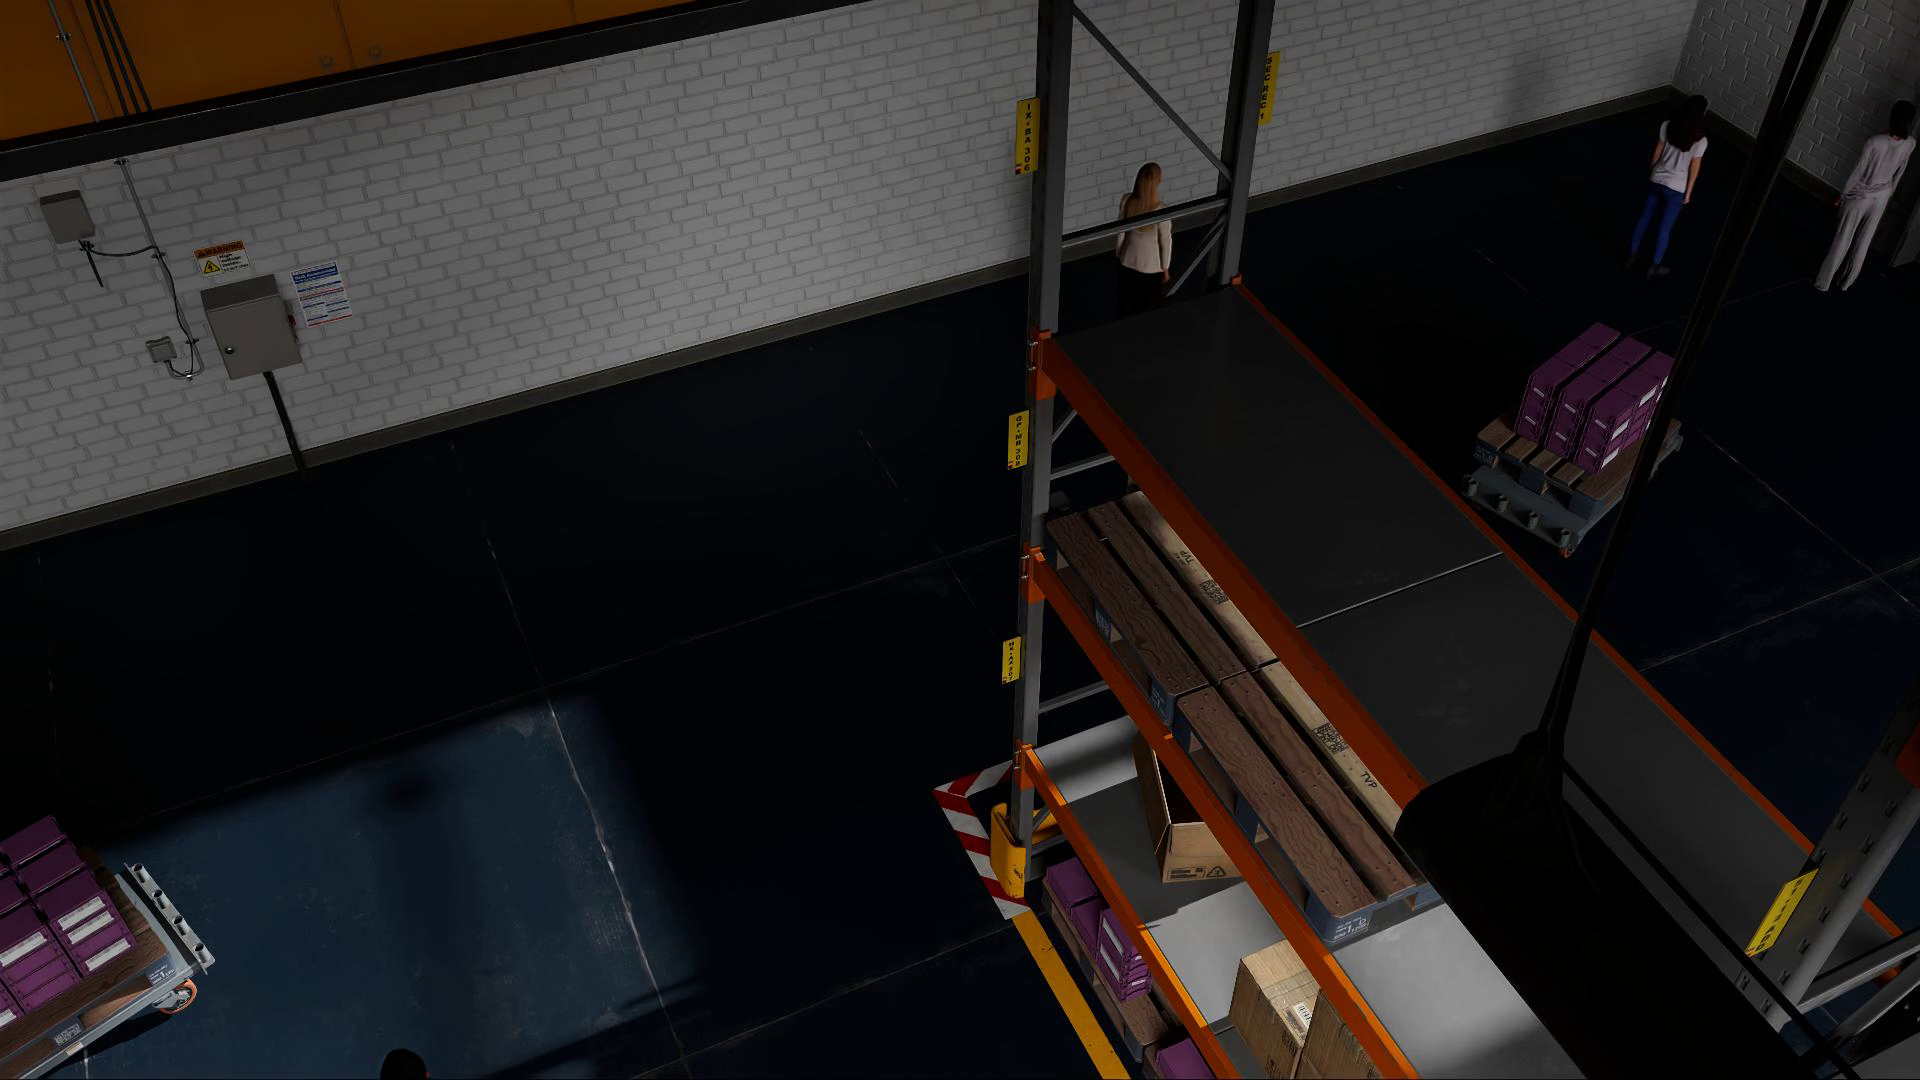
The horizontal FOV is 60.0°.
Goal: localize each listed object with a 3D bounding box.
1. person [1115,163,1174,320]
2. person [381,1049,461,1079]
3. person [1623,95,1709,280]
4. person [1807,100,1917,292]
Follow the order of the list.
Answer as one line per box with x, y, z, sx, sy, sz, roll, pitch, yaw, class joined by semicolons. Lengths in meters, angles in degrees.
1.433;-2.146;13.110;0.652;1.858;0.756;22;48;21;person
-2.442;2.918;7.854;0.621;1.776;0.532;-21;48;-21;person
6.009;-2.994;14.125;0.689;1.684;0.522;-25;49;-24;person
7.596;-2.865;13.925;0.669;1.774;0.672;0;44;0;person
